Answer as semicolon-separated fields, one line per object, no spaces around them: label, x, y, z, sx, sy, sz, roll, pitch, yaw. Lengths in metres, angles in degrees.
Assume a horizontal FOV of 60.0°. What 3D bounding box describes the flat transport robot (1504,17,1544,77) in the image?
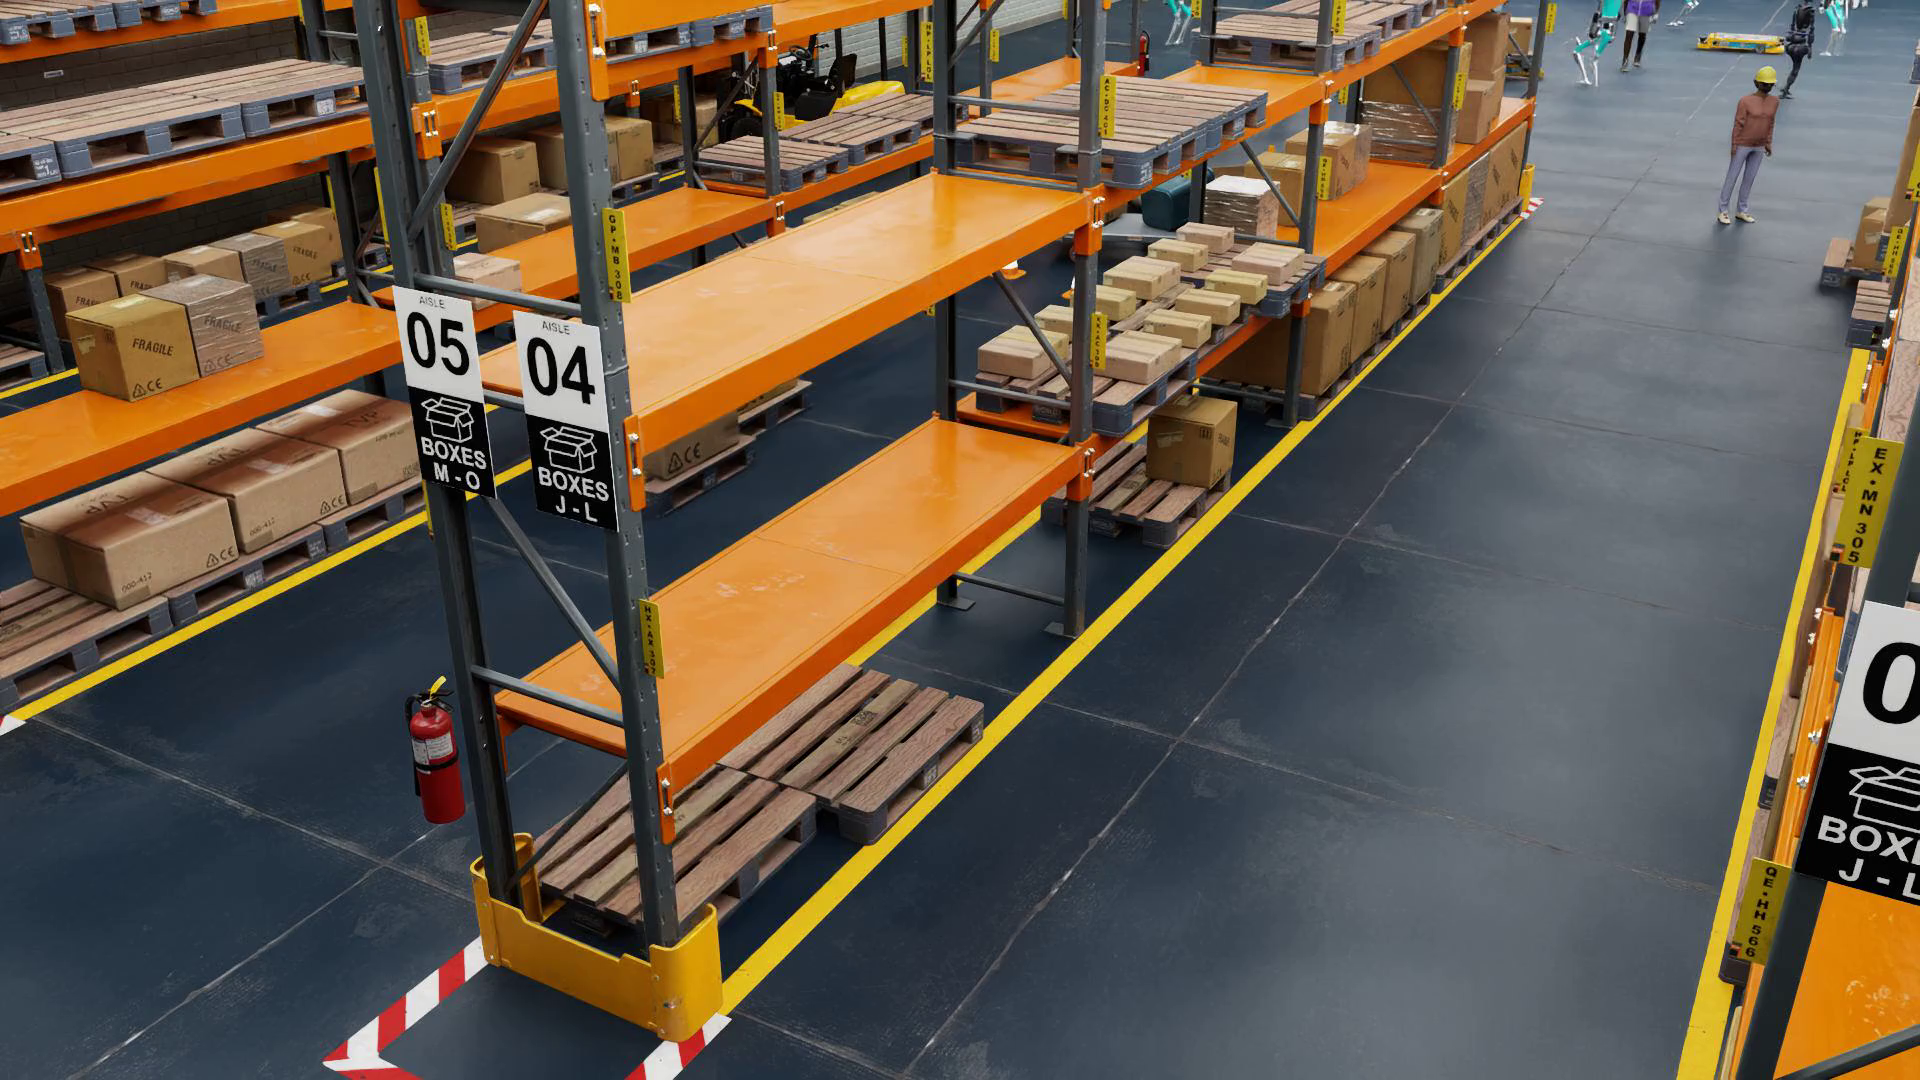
flat transport robot;8.910;-7.862;27.679;1.431;0.231;0.659;2;26;5

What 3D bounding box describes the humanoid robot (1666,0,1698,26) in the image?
humanoid robot;13.791;-10.611;31.543;0.533;1.677;0.735;-15;30;-29

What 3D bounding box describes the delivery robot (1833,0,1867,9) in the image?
delivery robot;18.559;-11.347;34.590;0.770;0.595;0.499;-16;30;-29

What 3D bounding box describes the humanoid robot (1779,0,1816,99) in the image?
humanoid robot;12.919;-7.646;25.600;0.368;1.645;0.585;-4;26;-8

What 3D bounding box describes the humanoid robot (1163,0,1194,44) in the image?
humanoid robot;3.987;-9.824;30.095;0.791;1.793;0.540;-18;31;-33

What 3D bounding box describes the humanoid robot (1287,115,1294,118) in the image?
humanoid robot;4.816;-7.014;24.308;0.342;1.646;0.616;3;26;6

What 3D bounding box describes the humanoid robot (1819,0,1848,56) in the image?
humanoid robot;15.394;-9.348;29.130;0.540;1.835;0.679;-5;26;-10

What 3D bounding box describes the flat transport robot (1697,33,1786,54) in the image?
flat transport robot;14.058;-8.939;29.917;1.431;0.231;0.659;11;28;21

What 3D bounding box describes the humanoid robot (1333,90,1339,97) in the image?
humanoid robot;6.003;-7.727;25.776;0.602;1.654;0.352;10;27;20

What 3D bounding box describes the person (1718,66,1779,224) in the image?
person;9.019;-4.495;18.953;0.524;1.769;0.313;-5;26;-11

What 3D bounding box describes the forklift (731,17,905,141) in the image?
forklift;-1.819;-5.975;21.543;2.313;2.155;1.214;14;29;26

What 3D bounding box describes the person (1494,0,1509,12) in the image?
person;9.686;-9.876;30.006;0.649;1.876;0.428;23;34;39

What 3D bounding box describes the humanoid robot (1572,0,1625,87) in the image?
humanoid robot;10.090;-8.060;26.459;0.539;1.834;0.749;-11;28;-22

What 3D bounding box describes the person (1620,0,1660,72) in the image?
person;11.409;-8.880;27.886;0.611;1.930;0.954;11;28;22
